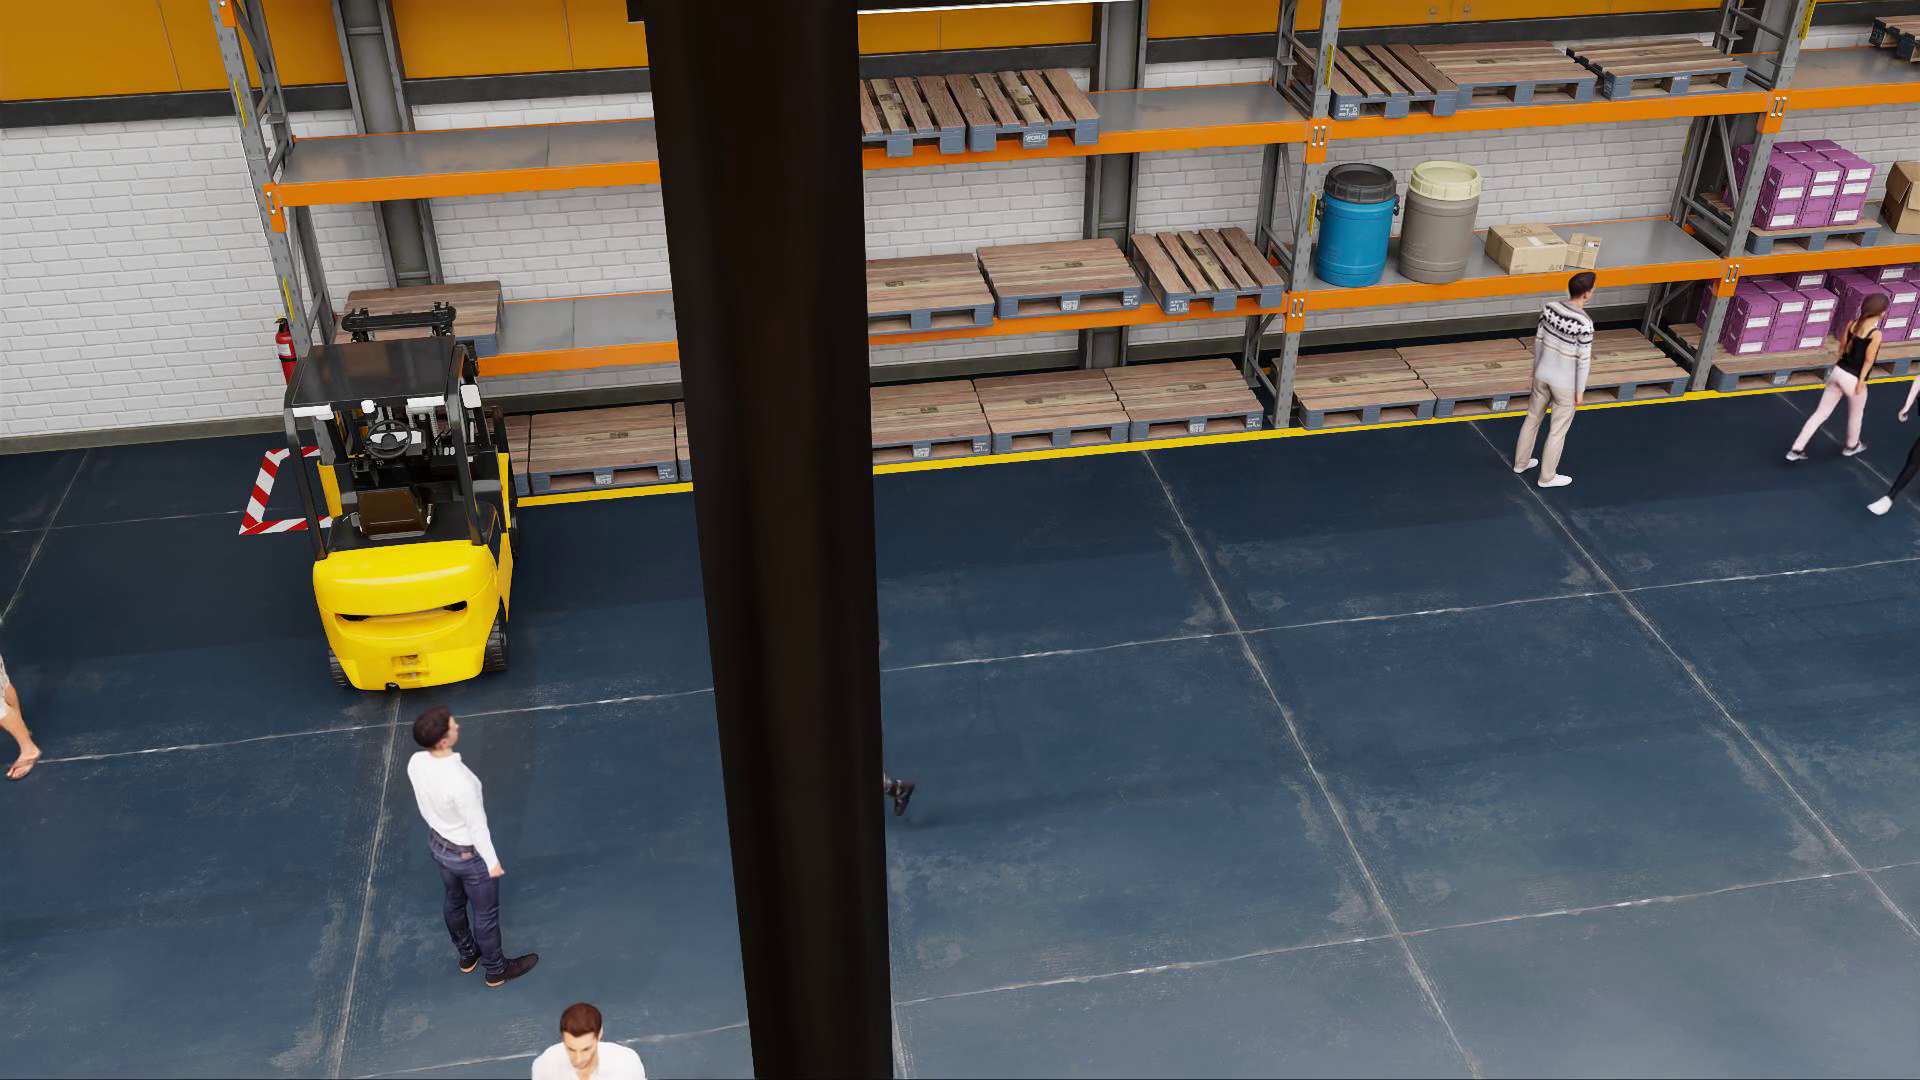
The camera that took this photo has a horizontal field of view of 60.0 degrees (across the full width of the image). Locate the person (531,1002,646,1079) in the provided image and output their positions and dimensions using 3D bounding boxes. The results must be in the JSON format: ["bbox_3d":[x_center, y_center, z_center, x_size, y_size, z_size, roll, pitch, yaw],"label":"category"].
[{"bbox_3d":[-1.630,2.667,7.559,1.263,1.824,0.962,3,34,5],"label":"person"}]

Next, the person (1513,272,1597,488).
[{"bbox_3d":[4.855,-1.318,13.523,0.688,1.860,0.753,-18,38,-25],"label":"person"}]

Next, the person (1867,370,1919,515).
[{"bbox_3d":[7.818,-1.023,13.235,1.284,1.686,0.867,-19,38,-26],"label":"person"}]

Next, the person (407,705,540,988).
[{"bbox_3d":[-2.717,1.667,9.024,0.725,1.869,0.780,23,40,30],"label":"person"}]

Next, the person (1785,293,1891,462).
[{"bbox_3d":[7.304,-1.293,13.792,1.111,1.519,0.728,-16,37,-22],"label":"person"}]
